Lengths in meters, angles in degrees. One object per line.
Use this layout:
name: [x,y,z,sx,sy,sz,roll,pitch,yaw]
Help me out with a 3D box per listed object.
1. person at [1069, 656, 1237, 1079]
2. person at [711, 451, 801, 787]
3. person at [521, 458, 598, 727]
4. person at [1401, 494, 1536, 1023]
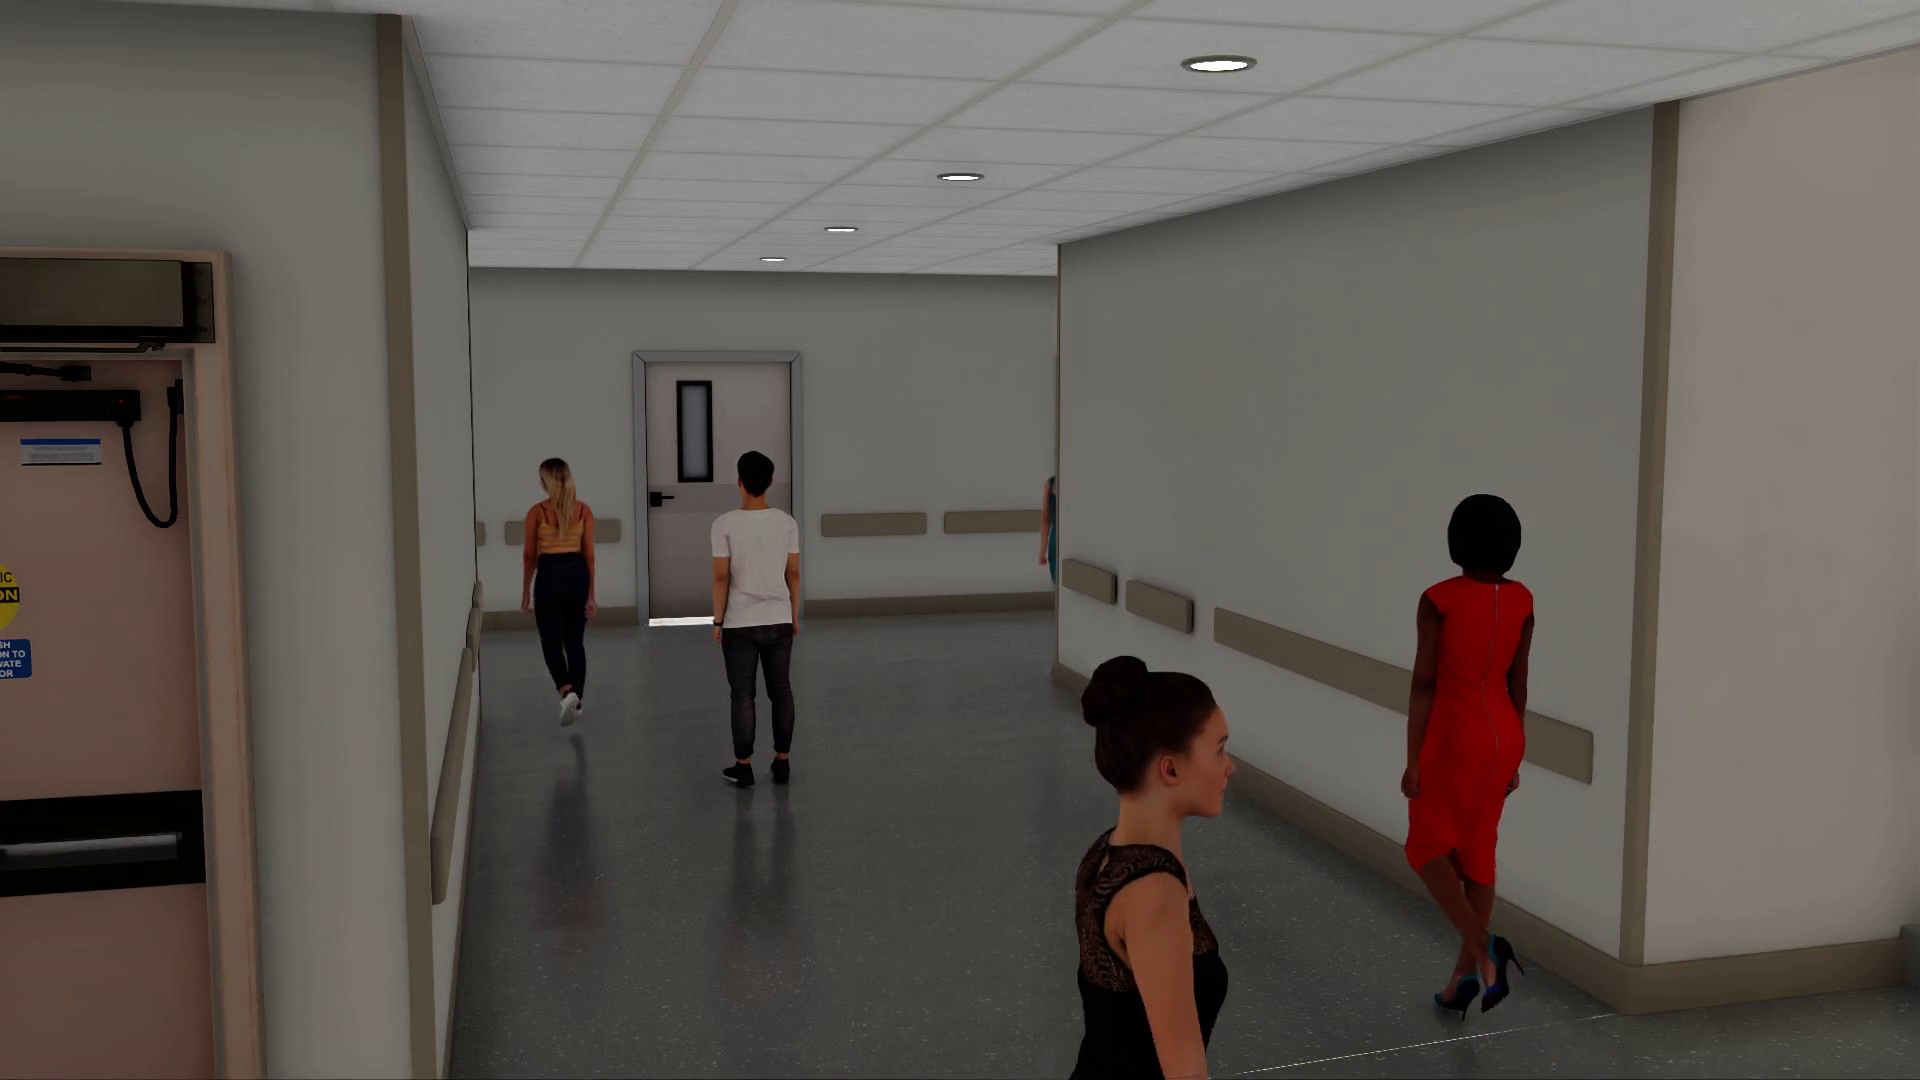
person: [0.194,1.032,2.713,0.866,1.660,0.731,0,6,5]
person: [-1.051,0.392,8.604,0.521,1.722,0.714,-3,6,-24]
person: [-2.385,0.331,9.953,1.003,1.605,0.807,-3,6,-25]
person: [1.672,0.730,5.343,0.662,1.734,0.644,-2,6,-15]
